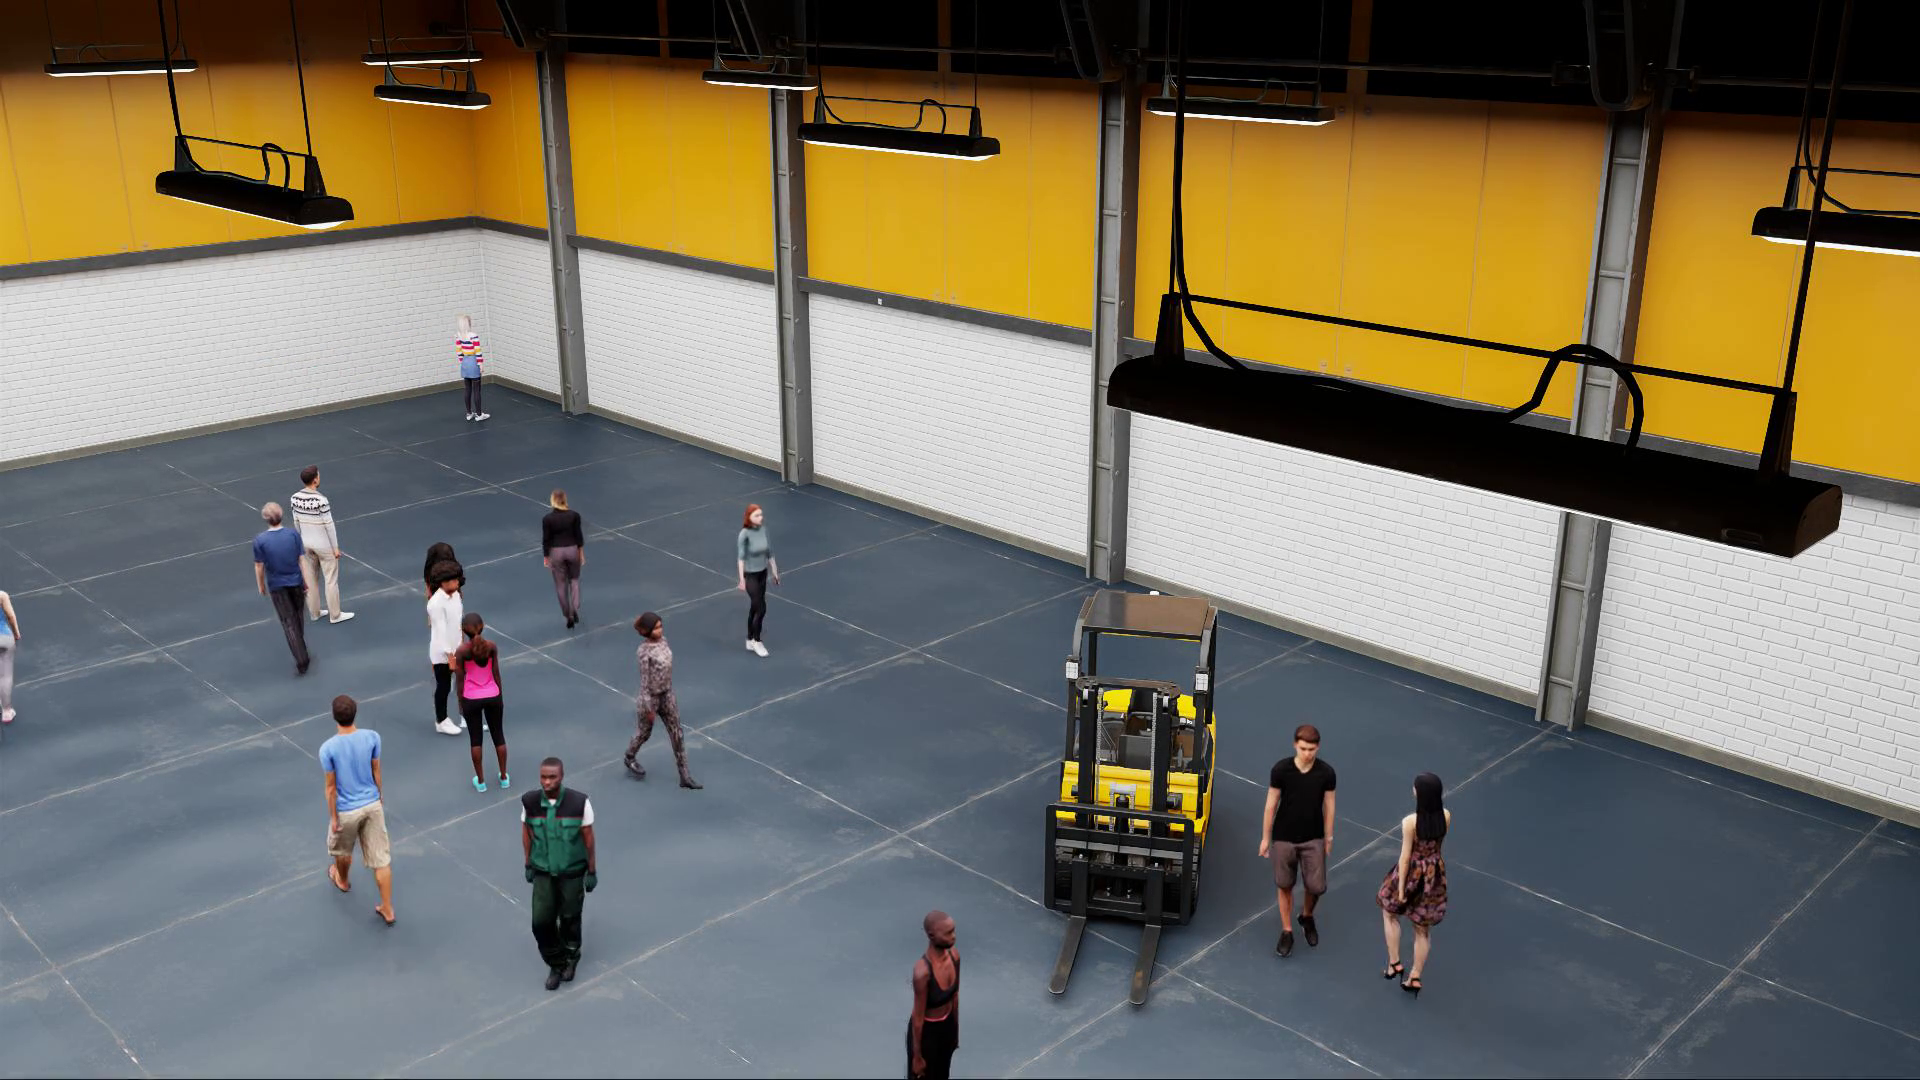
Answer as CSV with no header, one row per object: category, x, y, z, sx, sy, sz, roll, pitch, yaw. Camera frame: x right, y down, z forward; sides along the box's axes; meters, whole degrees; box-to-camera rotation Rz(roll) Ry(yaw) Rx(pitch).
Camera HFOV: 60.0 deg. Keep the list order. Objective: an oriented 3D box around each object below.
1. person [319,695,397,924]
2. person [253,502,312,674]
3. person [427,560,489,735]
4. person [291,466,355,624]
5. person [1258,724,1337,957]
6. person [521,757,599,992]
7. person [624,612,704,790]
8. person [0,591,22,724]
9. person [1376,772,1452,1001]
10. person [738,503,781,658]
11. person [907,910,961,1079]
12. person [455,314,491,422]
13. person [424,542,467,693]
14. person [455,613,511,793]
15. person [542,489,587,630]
person,-4.673,2.146,13.004,0.754,1.818,1.232,-14,23,-35
person,-7.169,0.546,17.744,0.799,1.824,1.196,-12,22,-32
person,-5.086,1.058,16.279,0.879,1.789,0.814,7,20,19
person,-7.399,0.050,19.160,0.680,1.862,0.824,6,20,18
person,2.588,2.228,12.702,0.838,1.854,0.916,4,19,11
person,-2.934,2.390,12.265,0.863,1.826,0.919,-1,19,-2
person,-2.853,1.472,15.240,1.204,1.668,0.760,12,22,31
person,-9.639,1.058,16.605,0.804,1.582,1.020,-7,20,-20
person,3.359,2.520,11.981,0.787,1.762,0.847,-6,20,-17
person,-2.305,0.413,18.286,0.688,1.730,0.639,12,22,32
person,-0.197,3.078,10.352,0.613,1.743,0.625,14,23,37
person,-8.267,-2.928,28.083,0.584,1.809,0.774,9,21,25
person,-5.340,0.793,17.319,0.532,1.628,0.544,18,25,42
person,-4.356,1.470,15.160,0.632,1.723,0.652,-8,20,-22
person,-4.467,0.248,18.884,0.681,1.661,0.662,-9,21,-25
